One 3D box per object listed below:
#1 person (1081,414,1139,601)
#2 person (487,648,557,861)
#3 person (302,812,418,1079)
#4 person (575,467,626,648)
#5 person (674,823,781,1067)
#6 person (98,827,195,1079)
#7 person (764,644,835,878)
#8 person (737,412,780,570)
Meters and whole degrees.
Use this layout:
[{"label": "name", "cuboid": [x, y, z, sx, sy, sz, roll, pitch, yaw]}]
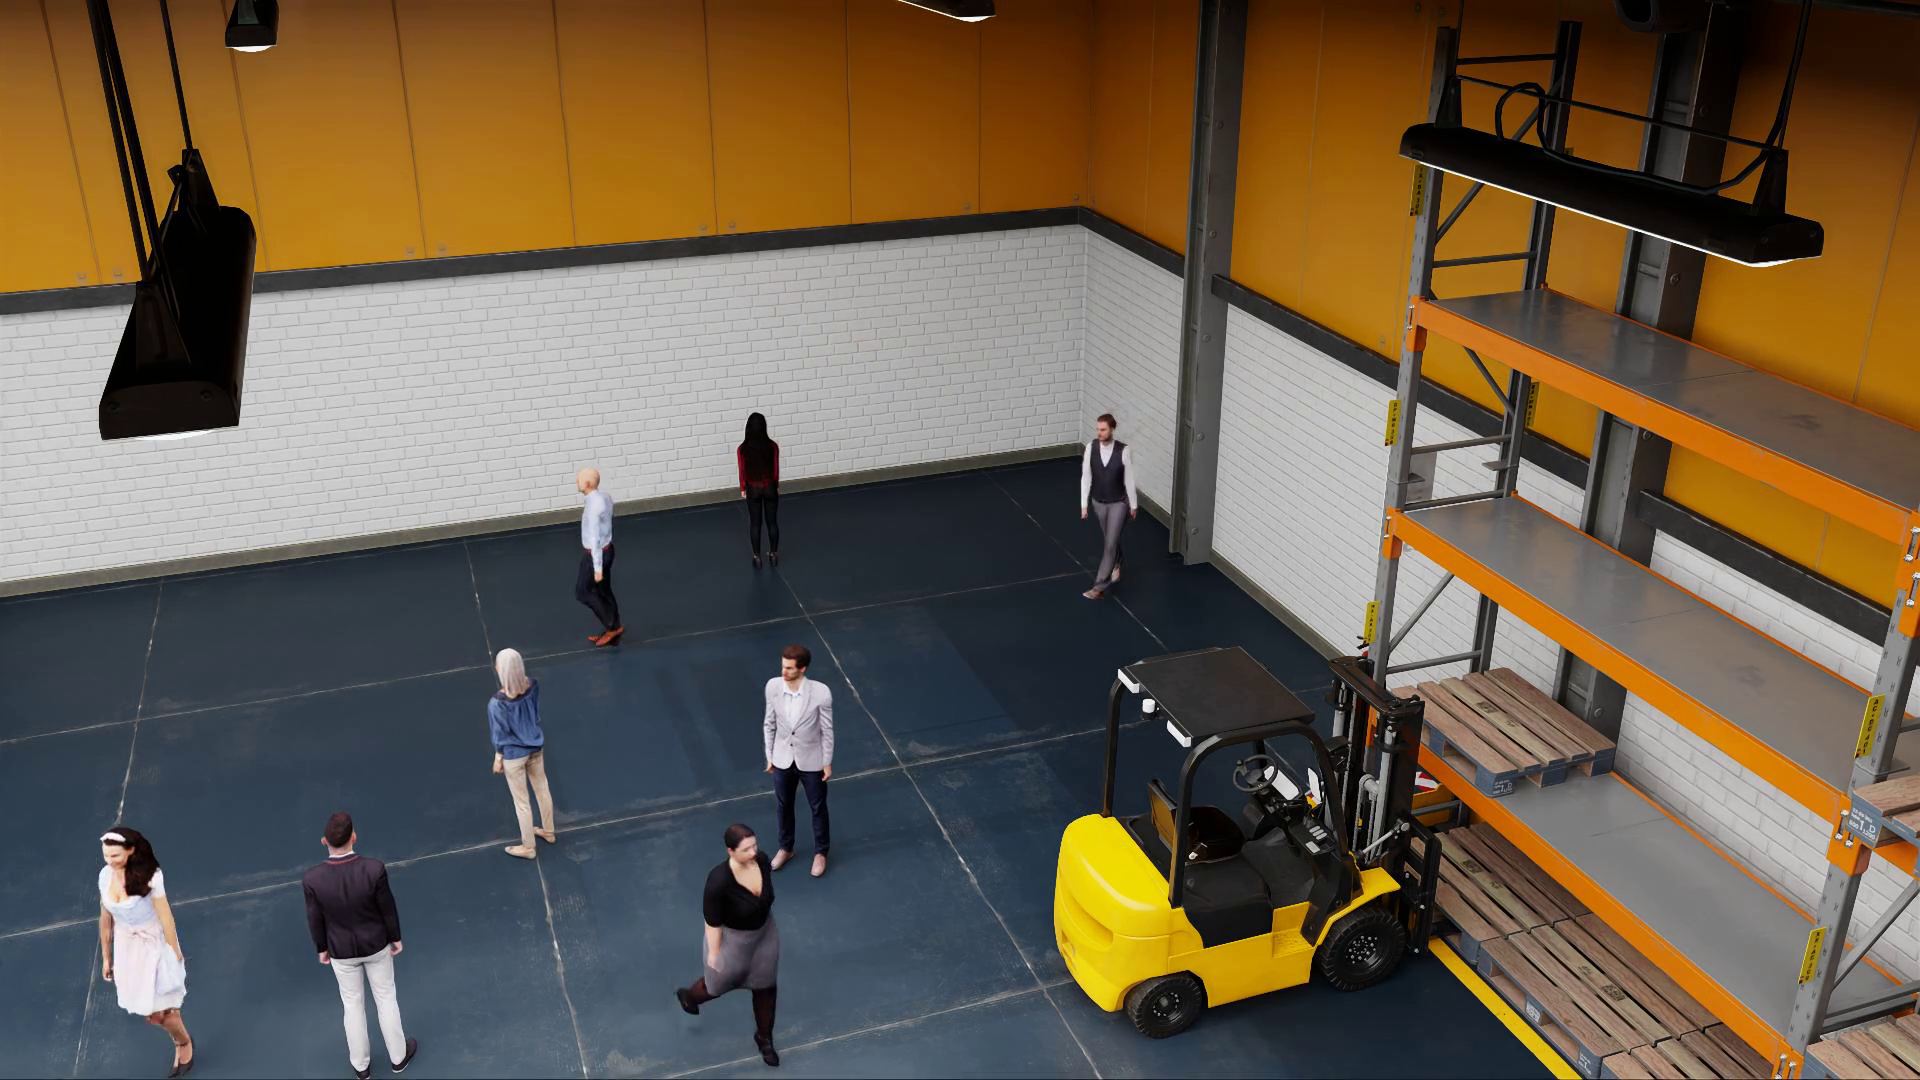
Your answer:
[{"label": "person", "cuboid": [1.538, -0.400, 16.528, 1.253, 1.901, 1.262, 10, 26, 22]}, {"label": "person", "cuboid": [-3.239, 1.563, 12.293, 0.757, 1.697, 0.707, 12, 26, 26]}, {"label": "person", "cuboid": [-3.638, 2.461, 10.062, 0.675, 1.838, 0.589, -5, 24, -12]}, {"label": "person", "cuboid": [-3.255, 0.184, 15.346, 0.818, 1.778, 0.707, 0, 24, 1]}, {"label": "person", "cuboid": [-1.416, 2.444, 10.231, 1.148, 1.733, 0.958, 19, 30, 37]}, {"label": "person", "cuboid": [-4.873, 2.466, 10.096, 0.879, 1.802, 0.952, 6, 24, 14]}, {"label": "person", "cuboid": [-1.161, 1.570, 12.085, 0.763, 1.850, 0.782, 6, 24, 14]}, {"label": "person", "cuboid": [-2.029, -0.506, 17.083, 0.604, 1.651, 0.550, -5, 24, -11]}]
